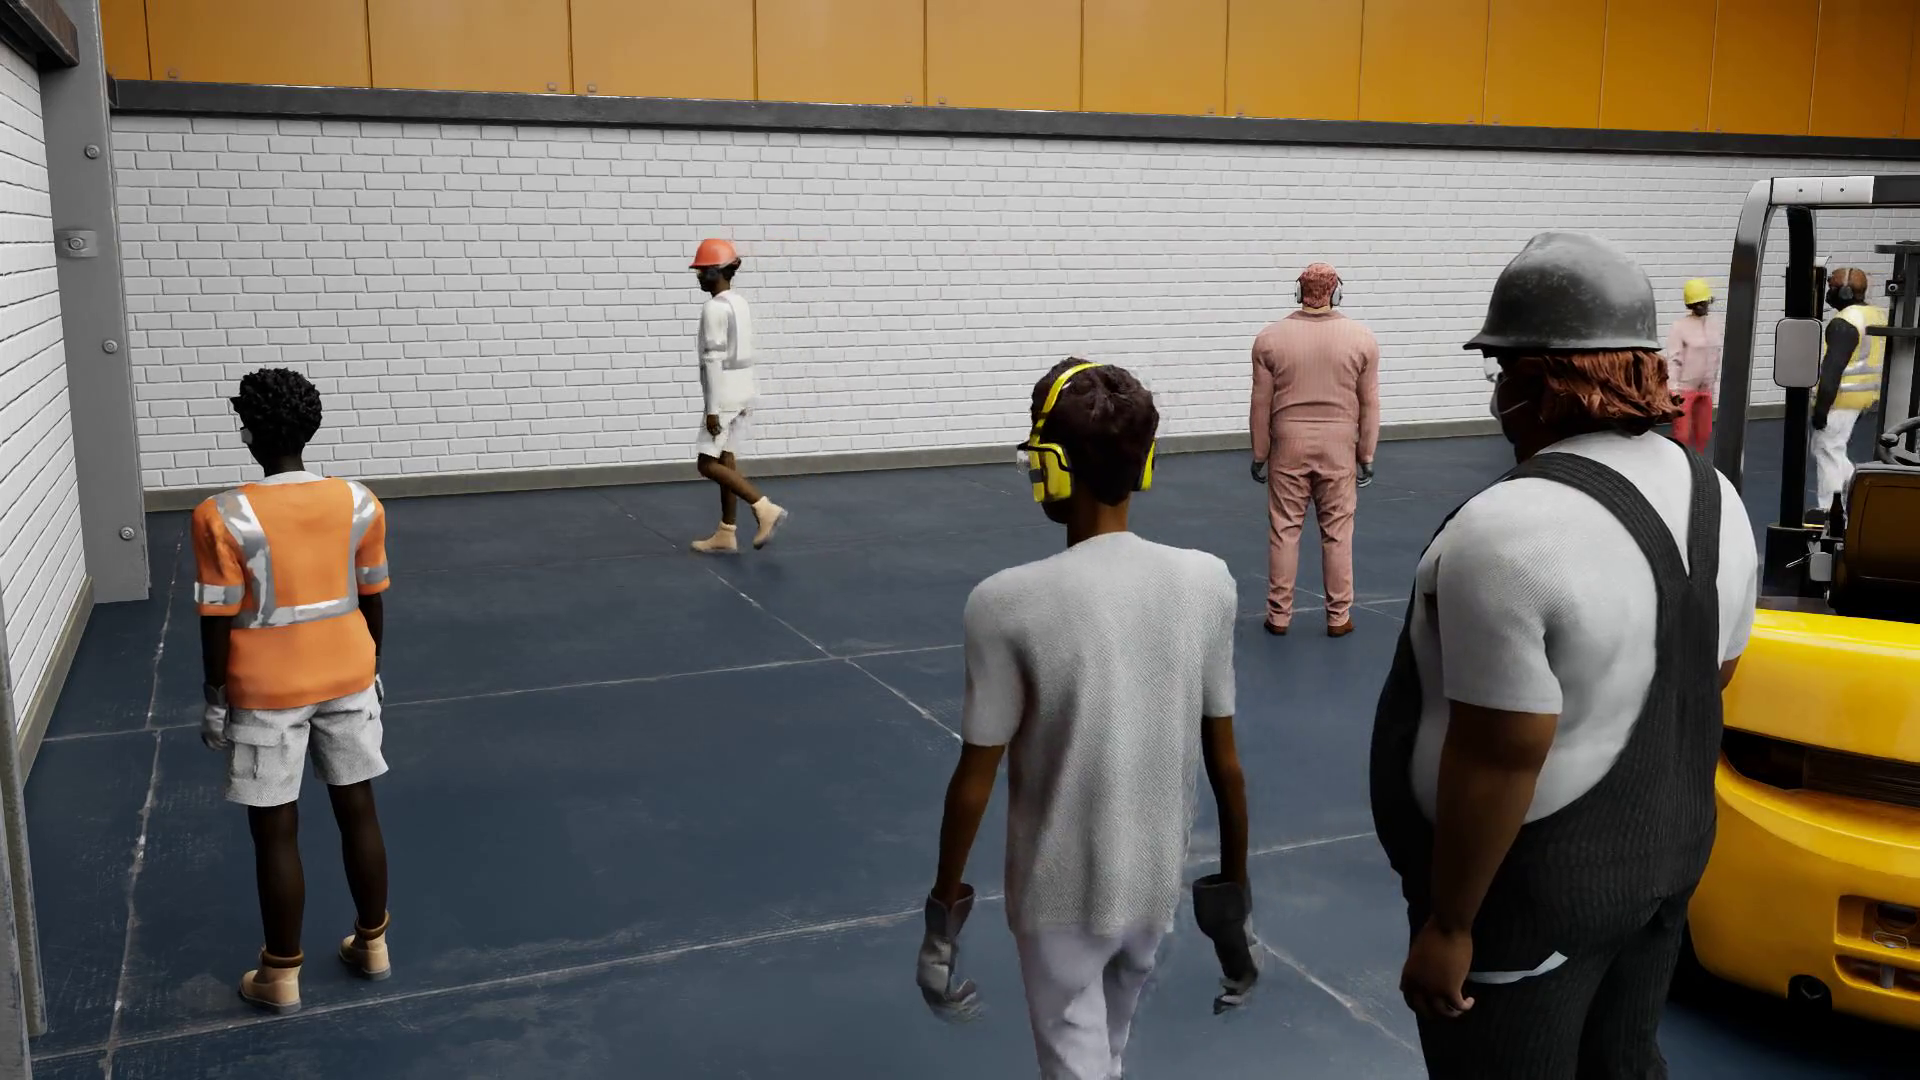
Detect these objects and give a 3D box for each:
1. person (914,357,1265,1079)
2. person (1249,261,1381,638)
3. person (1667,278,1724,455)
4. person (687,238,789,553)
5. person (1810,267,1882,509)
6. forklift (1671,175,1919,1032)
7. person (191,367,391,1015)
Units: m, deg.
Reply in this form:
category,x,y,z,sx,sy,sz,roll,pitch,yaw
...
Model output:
category,x,y,z,sx,sy,sz,roll,pitch,yaw
person,0.176,0.605,2.869,0.561,1.827,0.883,-6,12,-28
person,1.796,-0.450,8.454,0.648,1.907,0.409,2,10,11
person,5.704,-1.164,12.898,0.644,1.720,0.441,-4,11,-23
person,-1.425,-0.890,10.544,0.609,2.031,0.609,2,11,13
person,5.979,-0.929,11.298,0.438,1.828,0.640,9,14,40
forklift,2.810,0.094,4.662,1.214,2.155,2.313,7,12,34
person,-1.748,0.393,4.403,0.318,1.691,0.534,8,13,38
